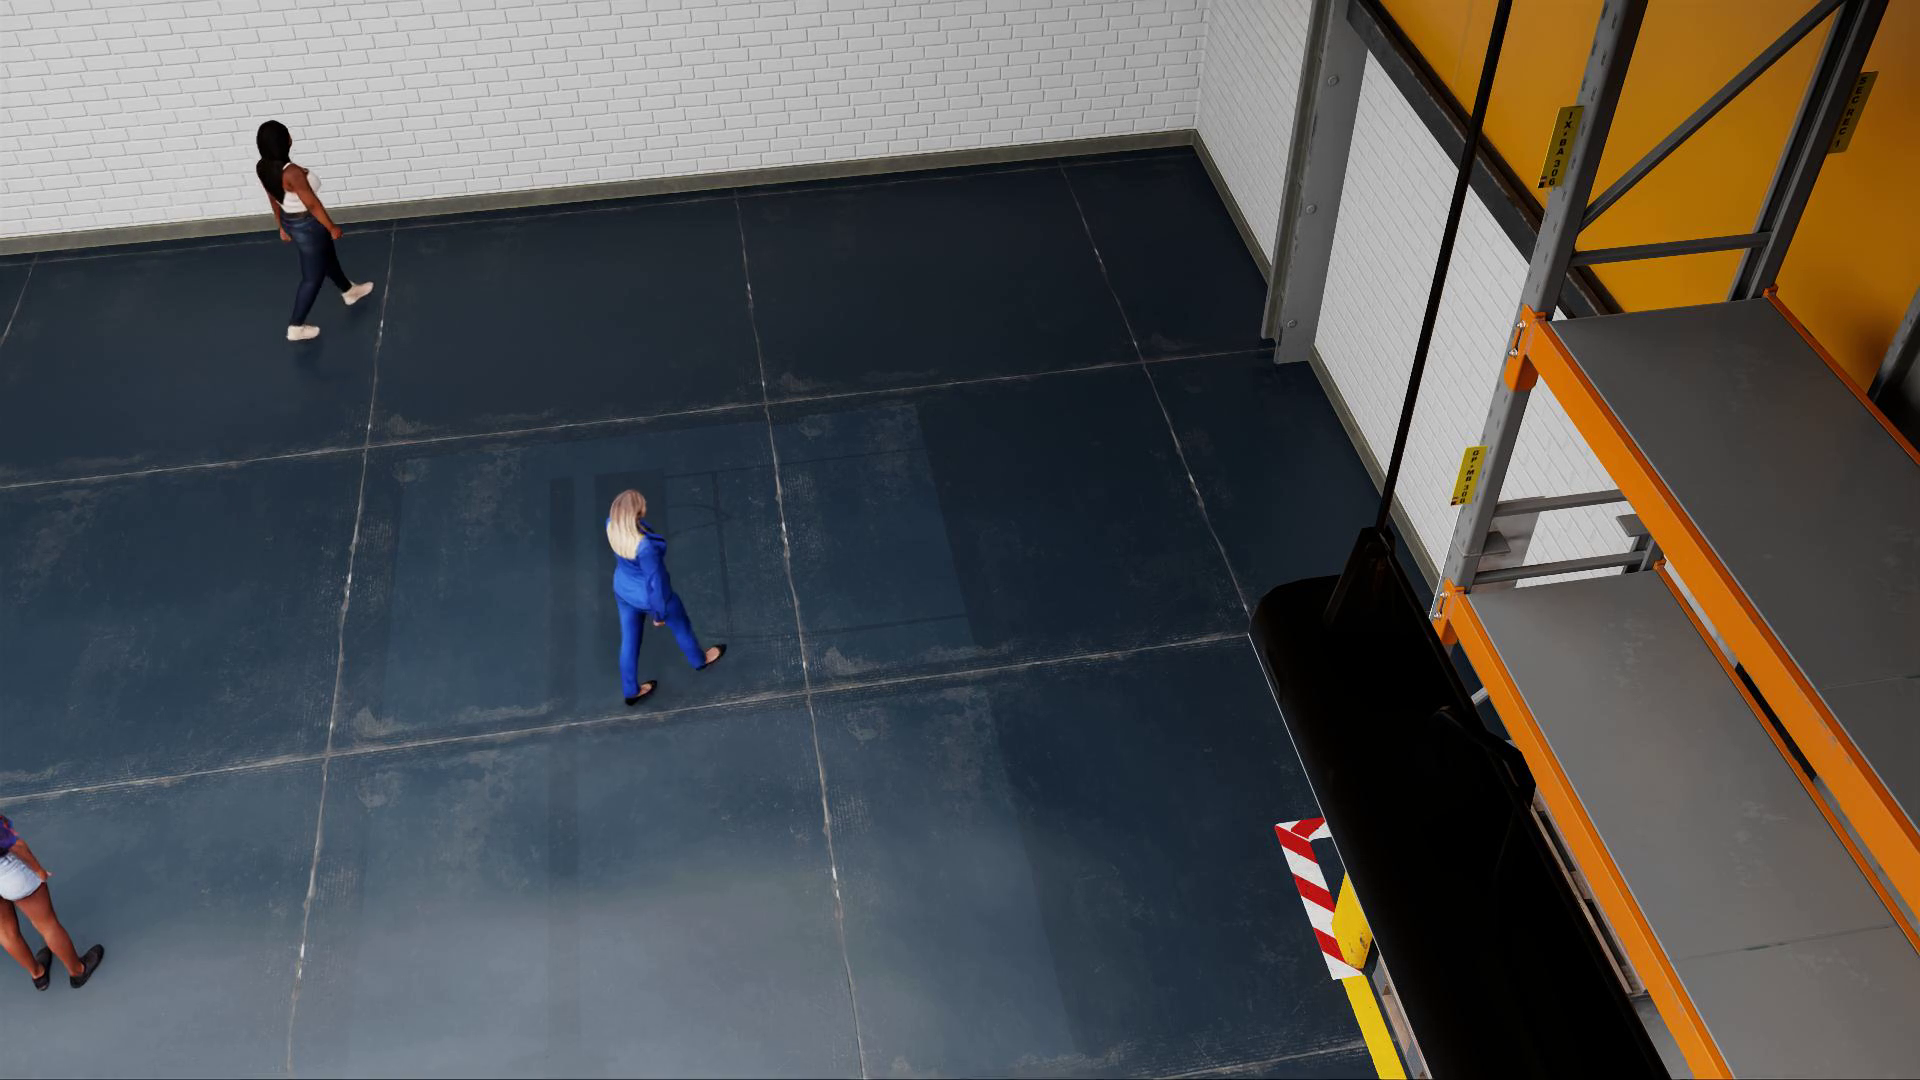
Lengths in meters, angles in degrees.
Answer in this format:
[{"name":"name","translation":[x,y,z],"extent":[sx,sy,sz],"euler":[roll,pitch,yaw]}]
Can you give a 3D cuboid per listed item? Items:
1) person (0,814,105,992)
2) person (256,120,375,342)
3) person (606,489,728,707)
[{"name":"person","translation":[-4.982,1.759,8.625],"extent":[0.607,1.745,0.535],"euler":[-3,44,-3]},{"name":"person","translation":[-5.148,-2.369,12.937],"extent":[1.163,1.773,1.147],"euler":[31,52,29]},{"name":"person","translation":[-1.995,0.397,10.104],"extent":[1.014,1.676,1.040],"euler":[29,51,27]}]
